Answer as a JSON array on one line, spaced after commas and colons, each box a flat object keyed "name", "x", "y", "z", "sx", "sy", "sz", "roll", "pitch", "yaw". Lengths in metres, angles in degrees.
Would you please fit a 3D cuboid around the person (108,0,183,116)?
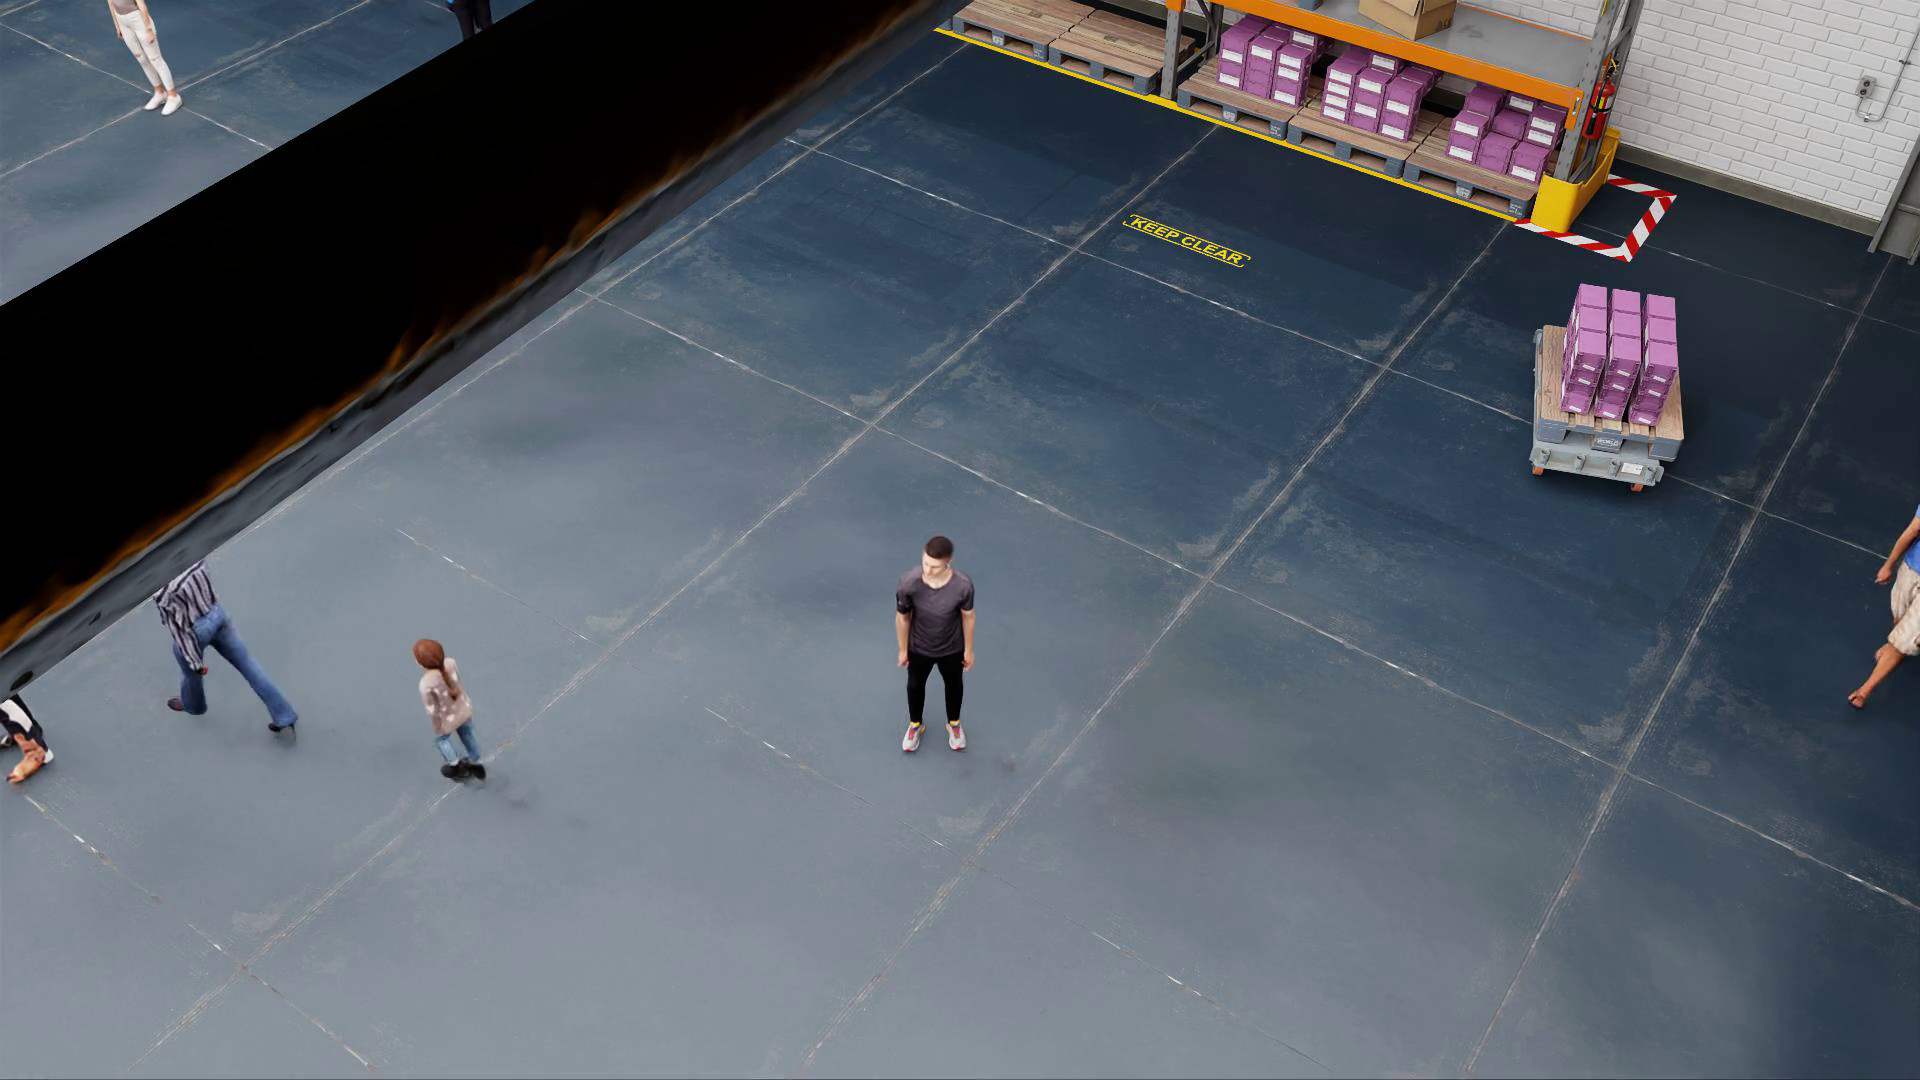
[{"name": "person", "x": -7.977, "y": -4.990, "z": 16.118, "sx": 0.562, "sy": 1.716, "sz": 0.703, "roll": 13, "pitch": 45, "yaw": 13}]

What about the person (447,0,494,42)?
[{"name": "person", "x": -4.876, "y": -5.427, "z": 16.518, "sx": 0.675, "sy": 1.797, "sz": 0.651, "roll": -27, "pitch": 50, "yaw": -26}]

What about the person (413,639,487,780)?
[{"name": "person", "x": -3.072, "y": 1.064, "z": 10.148, "sx": 0.468, "sy": 1.185, "sz": 0.477, "roll": 25, "pitch": 49, "yaw": 24}]

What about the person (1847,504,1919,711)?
[{"name": "person", "x": 6.214, "y": 0.194, "z": 10.600, "sx": 0.950, "sy": 1.821, "sz": 1.212, "roll": -28, "pitch": 50, "yaw": -27}]

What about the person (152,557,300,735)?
[{"name": "person", "x": -4.550, "y": 0.608, "z": 10.230, "sx": 1.266, "sy": 1.733, "sz": 0.936, "roll": 11, "pitch": 45, "yaw": 12}]

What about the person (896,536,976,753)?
[{"name": "person", "x": -0.142, "y": 0.626, "z": 10.189, "sx": 0.677, "sy": 1.762, "sz": 0.778, "roll": 1, "pitch": 44, "yaw": 1}]
